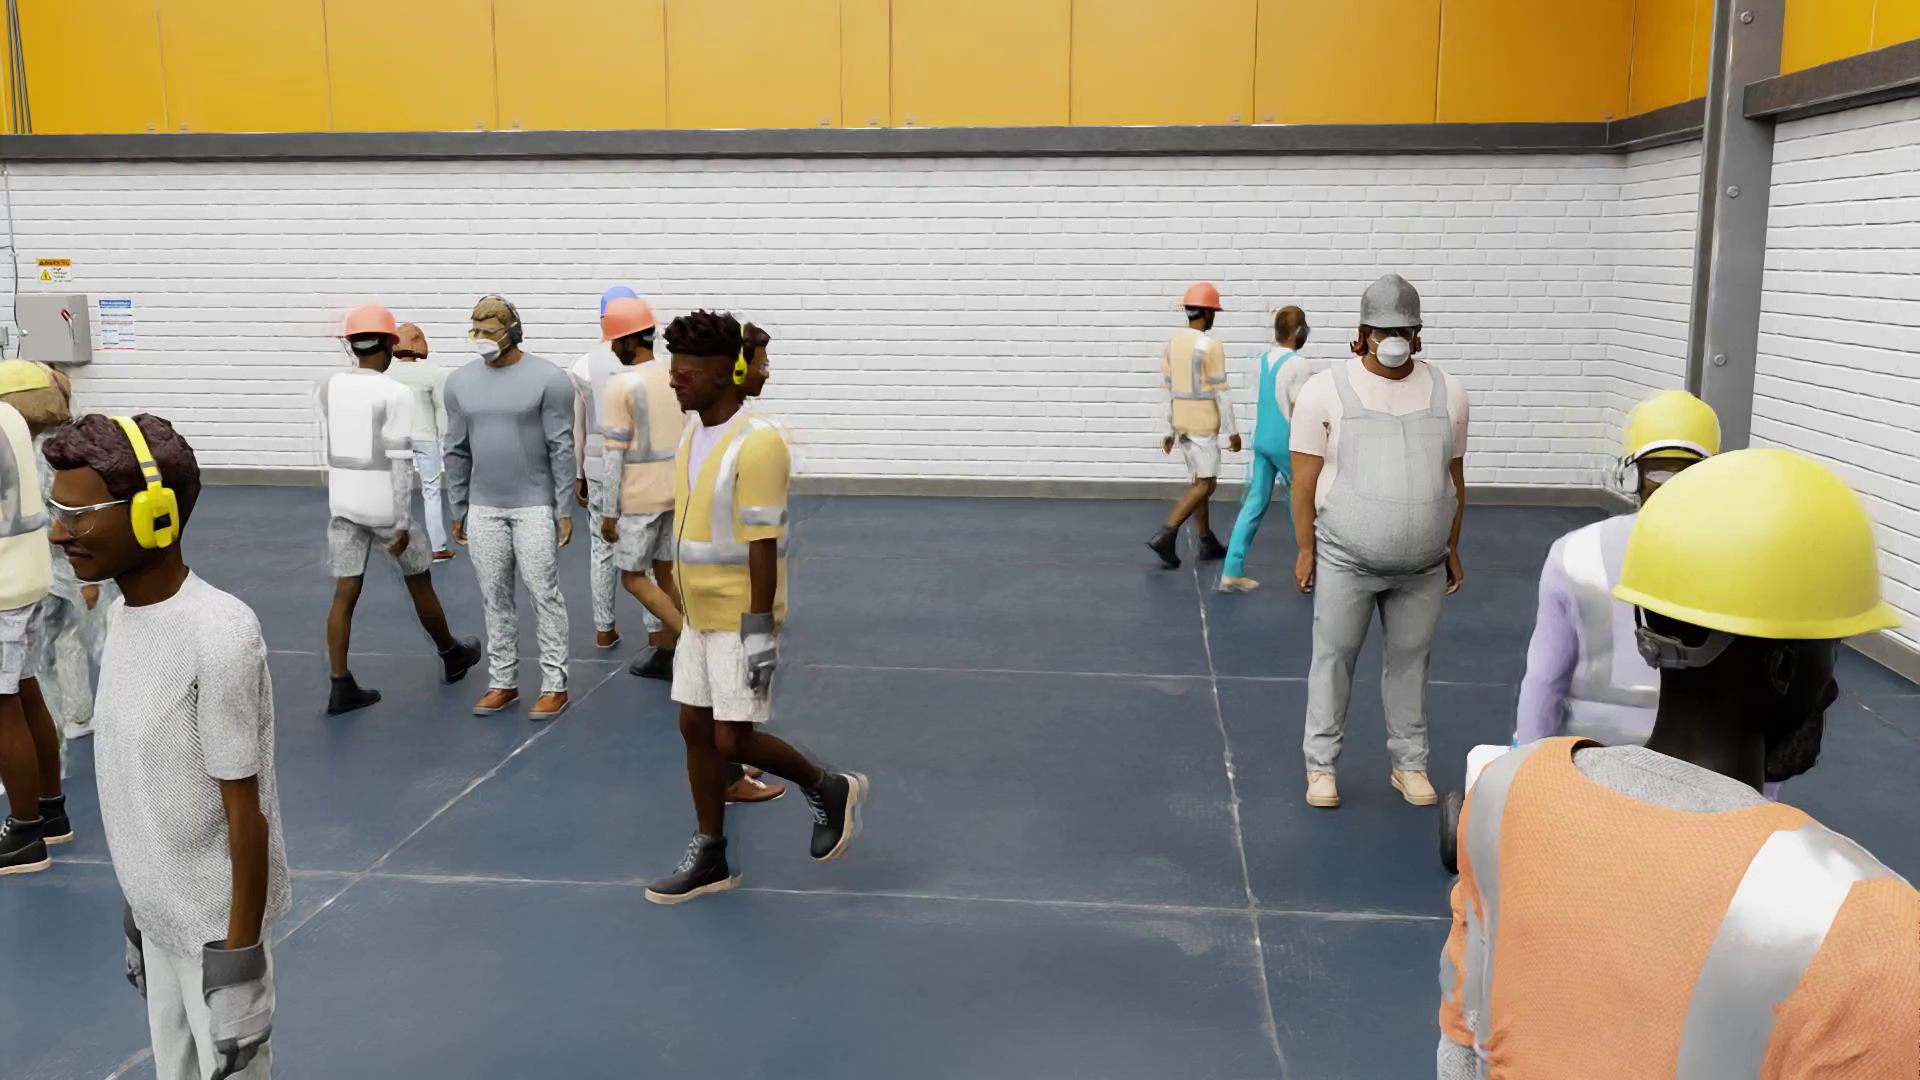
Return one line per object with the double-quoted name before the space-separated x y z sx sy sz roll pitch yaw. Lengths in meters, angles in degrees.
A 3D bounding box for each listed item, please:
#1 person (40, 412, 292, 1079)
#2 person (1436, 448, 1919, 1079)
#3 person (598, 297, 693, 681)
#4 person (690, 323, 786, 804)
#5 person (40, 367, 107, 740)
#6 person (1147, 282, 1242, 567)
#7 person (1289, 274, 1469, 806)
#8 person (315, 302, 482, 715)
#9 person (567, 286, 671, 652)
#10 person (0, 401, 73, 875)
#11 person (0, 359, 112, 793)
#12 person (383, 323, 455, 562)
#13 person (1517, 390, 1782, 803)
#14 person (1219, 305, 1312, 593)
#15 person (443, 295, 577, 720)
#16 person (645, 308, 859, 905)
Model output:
"person" -1.353 0.702 2.921 0.512 1.861 0.325 9 13 41
"person" 0.770 0.859 1.820 0.388 1.927 0.589 -5 11 -24
"person" -1.418 -0.198 7.946 0.669 1.905 0.601 7 12 35
"person" -0.874 0.097 6.405 0.333 1.854 0.525 -4 11 -24
"person" -3.948 0.066 7.207 0.520 1.630 0.325 -1 10 -4
"person" 1.579 -0.772 11.190 0.788 1.914 0.552 -5 11 -27
"person" 1.611 0.015 6.323 0.688 2.000 0.539 -1 10 -3
"person" -2.706 -0.170 7.875 0.537 1.875 0.968 3 10 18
"person" -1.764 -0.364 8.801 0.604 1.939 0.414 0 10 2
"person" -3.323 0.168 5.702 0.370 1.958 0.598 -3 10 -18
"person" -3.606 0.107 6.769 0.522 1.701 0.795 4 11 23
"person" -3.721 -0.654 11.324 0.501 1.631 0.287 0 10 -2
"person" 1.676 0.541 4.029 0.628 1.816 0.420 4 11 22
"person" 2.026 -0.558 10.353 0.986 1.788 0.516 -5 11 -28
"person" -2.045 -0.144 7.570 0.635 1.929 0.381 2 10 11
"person" -0.698 0.218 5.428 0.645 1.945 0.633 -7 12 -36
